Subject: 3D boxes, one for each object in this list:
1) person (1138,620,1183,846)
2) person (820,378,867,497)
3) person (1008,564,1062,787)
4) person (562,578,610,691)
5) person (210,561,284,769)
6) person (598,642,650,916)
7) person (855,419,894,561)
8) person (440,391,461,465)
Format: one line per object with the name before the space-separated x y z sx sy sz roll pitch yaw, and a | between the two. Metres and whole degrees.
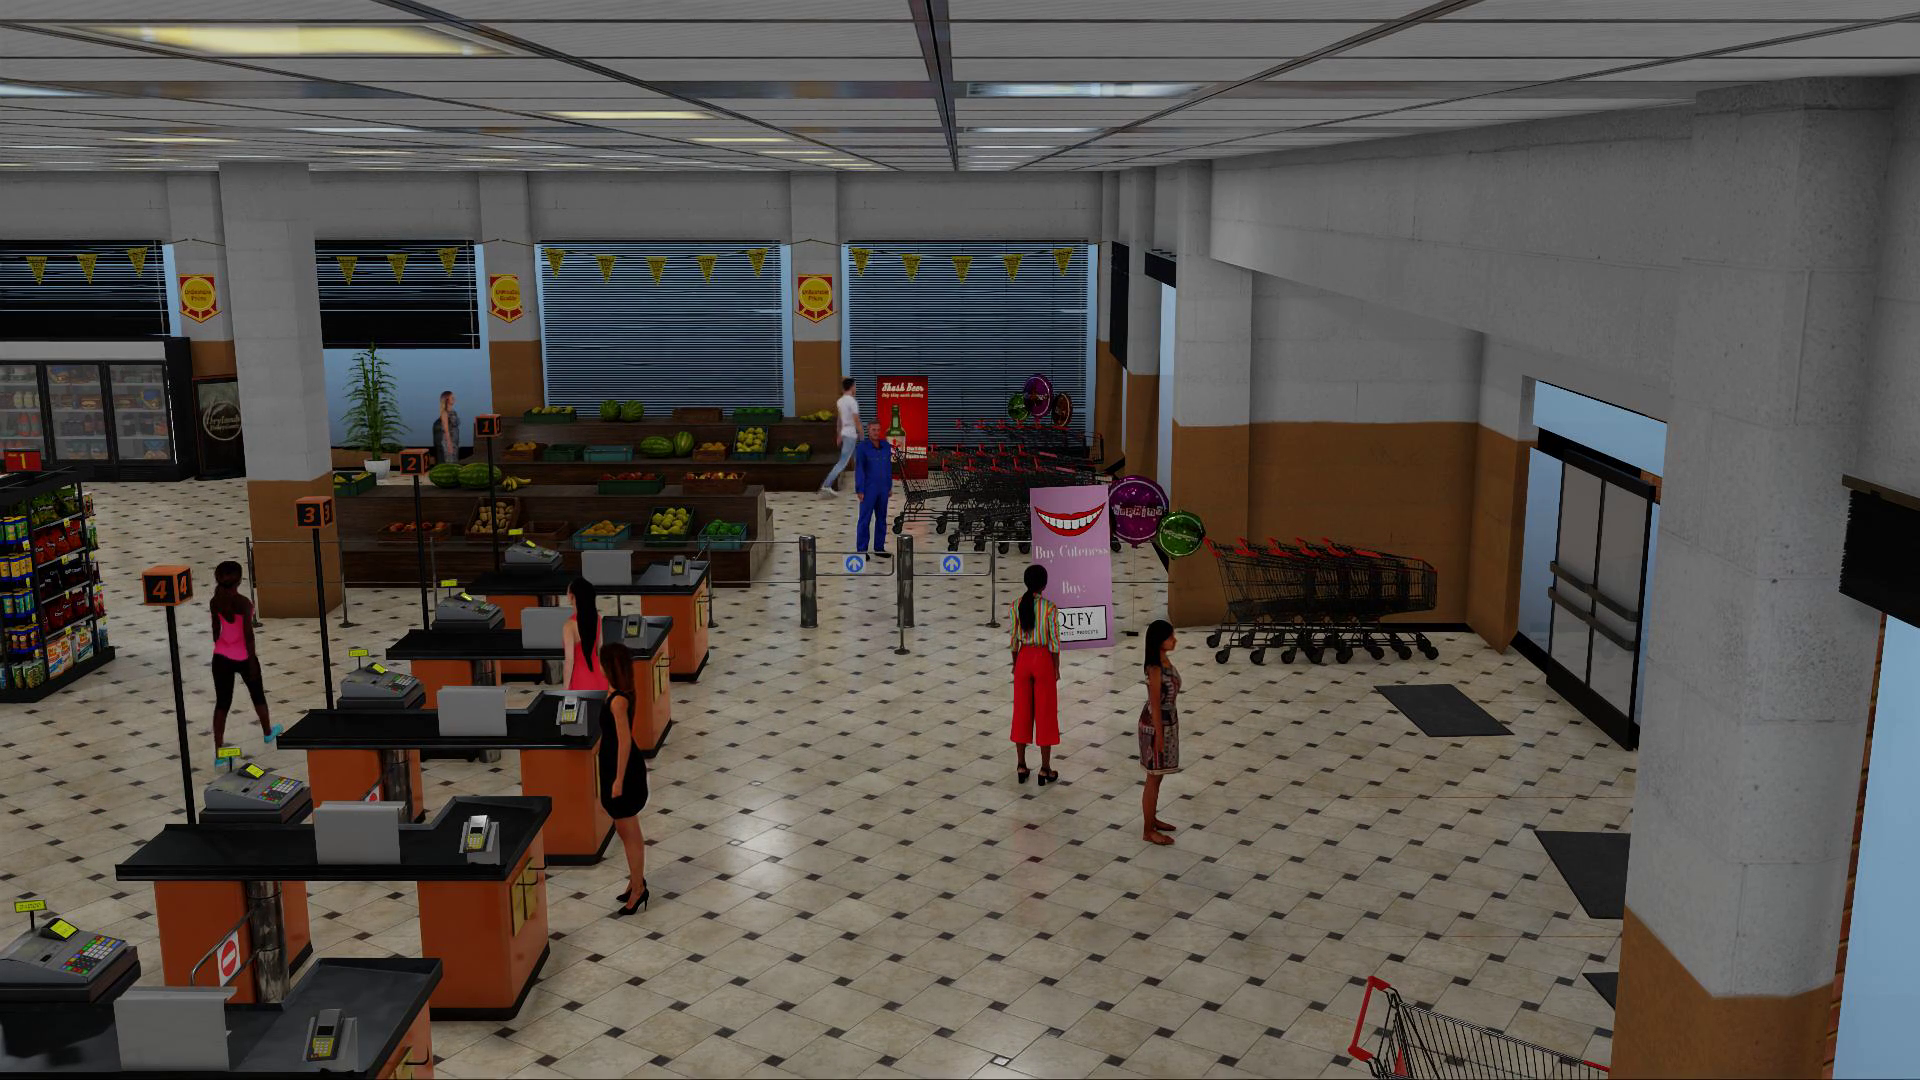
person | 1.449 1.384 12.205 0.603 1.645 0.693 2 12 12
person | -1.797 -1.556 25.770 1.329 1.809 1.046 -6 13 -26
person | 0.598 1.071 13.340 0.601 1.792 0.733 5 13 22
person | -2.961 1.138 13.177 0.742 1.727 0.716 8 14 32
person | -6.039 1.051 13.724 1.084 1.671 0.757 2 12 9
person | -2.210 1.561 10.909 0.580 1.834 0.616 -2 12 -10
person | -1.112 -0.666 21.507 0.745 1.825 0.859 -9 15 -36
person | -7.814 -1.437 25.458 0.501 1.705 0.568 -1 12 -3
